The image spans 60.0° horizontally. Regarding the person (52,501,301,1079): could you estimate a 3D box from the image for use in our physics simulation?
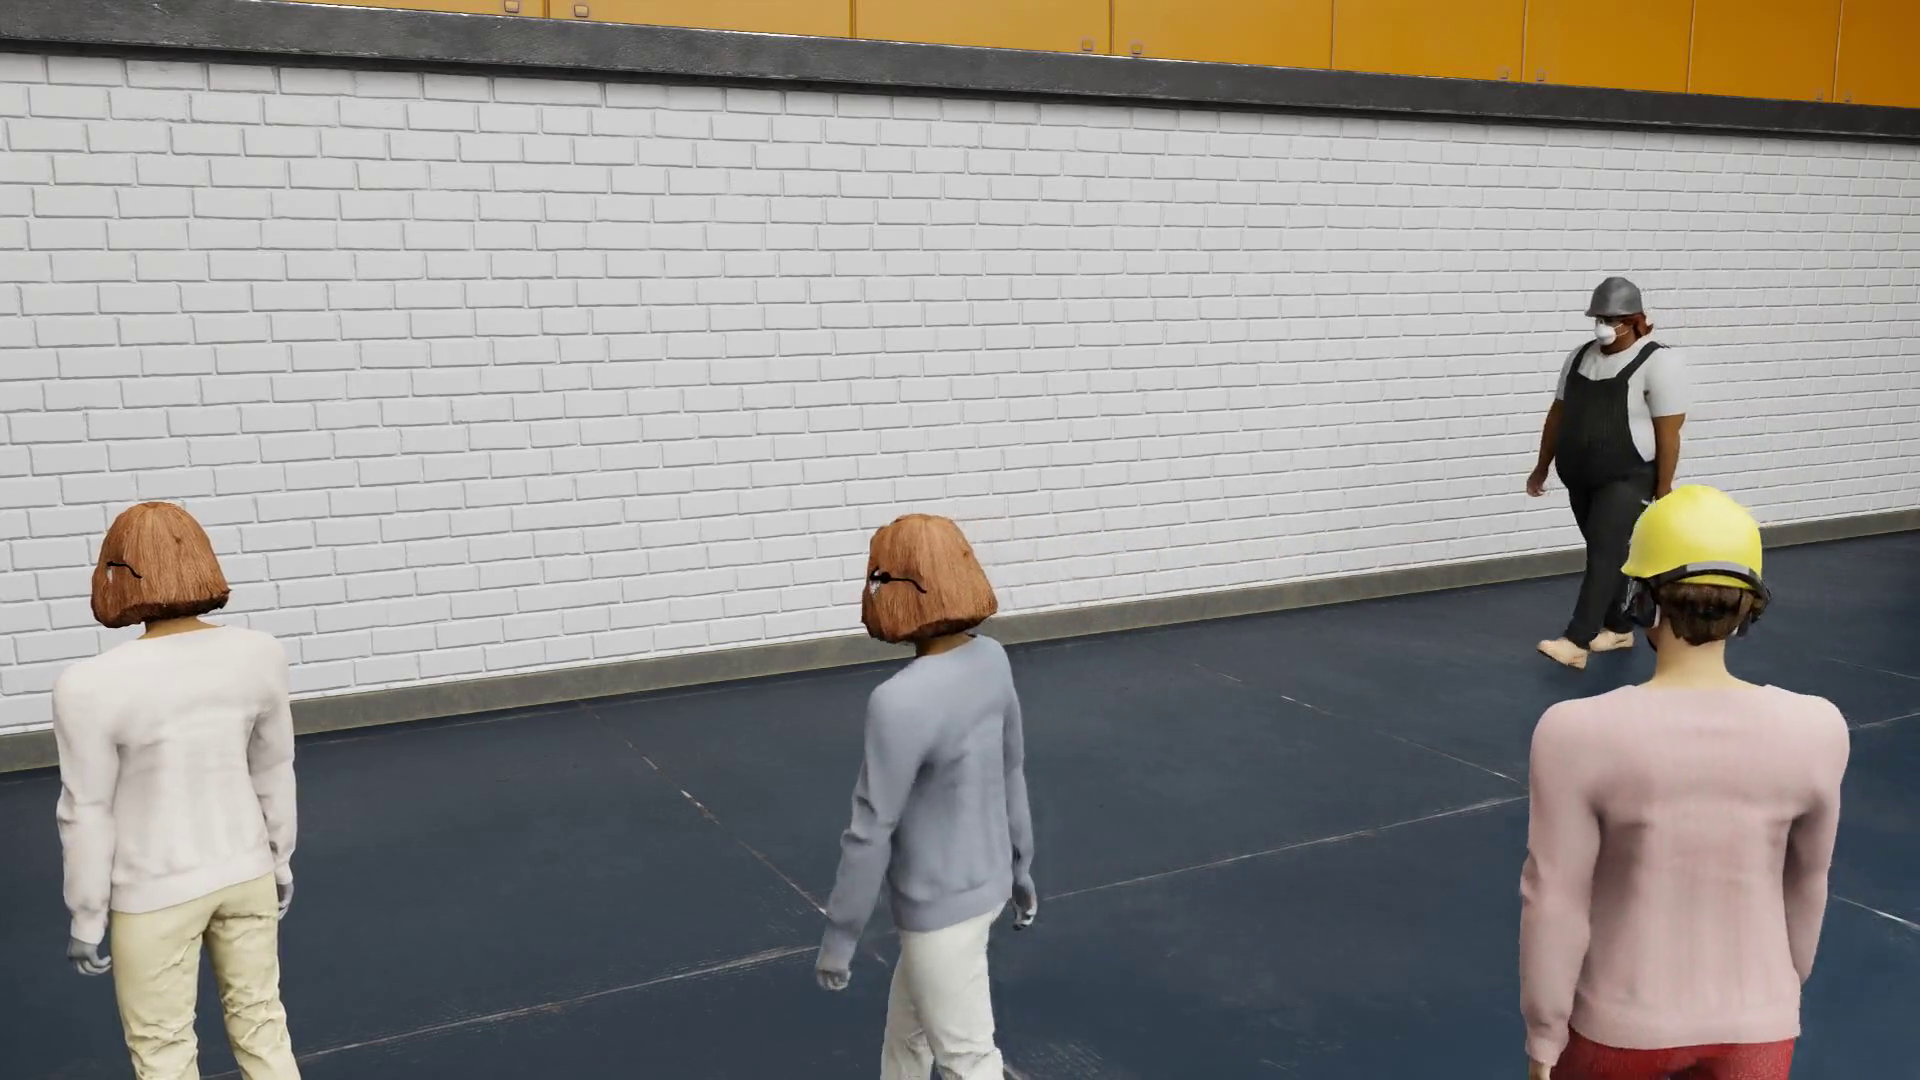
[{"bbox_3d":[-1.590,0.730,3.444,0.280,1.624,0.494,6,12,32],"label":"person"}]

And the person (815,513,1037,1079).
[{"bbox_3d":[-0.116,0.741,3.431,0.781,1.599,0.543,5,11,25],"label":"person"}]

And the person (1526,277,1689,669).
[{"bbox_3d":[3.273,-0.374,8.594,0.983,2.000,0.704,-4,11,-24],"label":"person"}]

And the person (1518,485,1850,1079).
[{"bbox_3d":[1.177,0.782,2.778,0.530,1.750,0.390,1,10,5],"label":"person"}]
